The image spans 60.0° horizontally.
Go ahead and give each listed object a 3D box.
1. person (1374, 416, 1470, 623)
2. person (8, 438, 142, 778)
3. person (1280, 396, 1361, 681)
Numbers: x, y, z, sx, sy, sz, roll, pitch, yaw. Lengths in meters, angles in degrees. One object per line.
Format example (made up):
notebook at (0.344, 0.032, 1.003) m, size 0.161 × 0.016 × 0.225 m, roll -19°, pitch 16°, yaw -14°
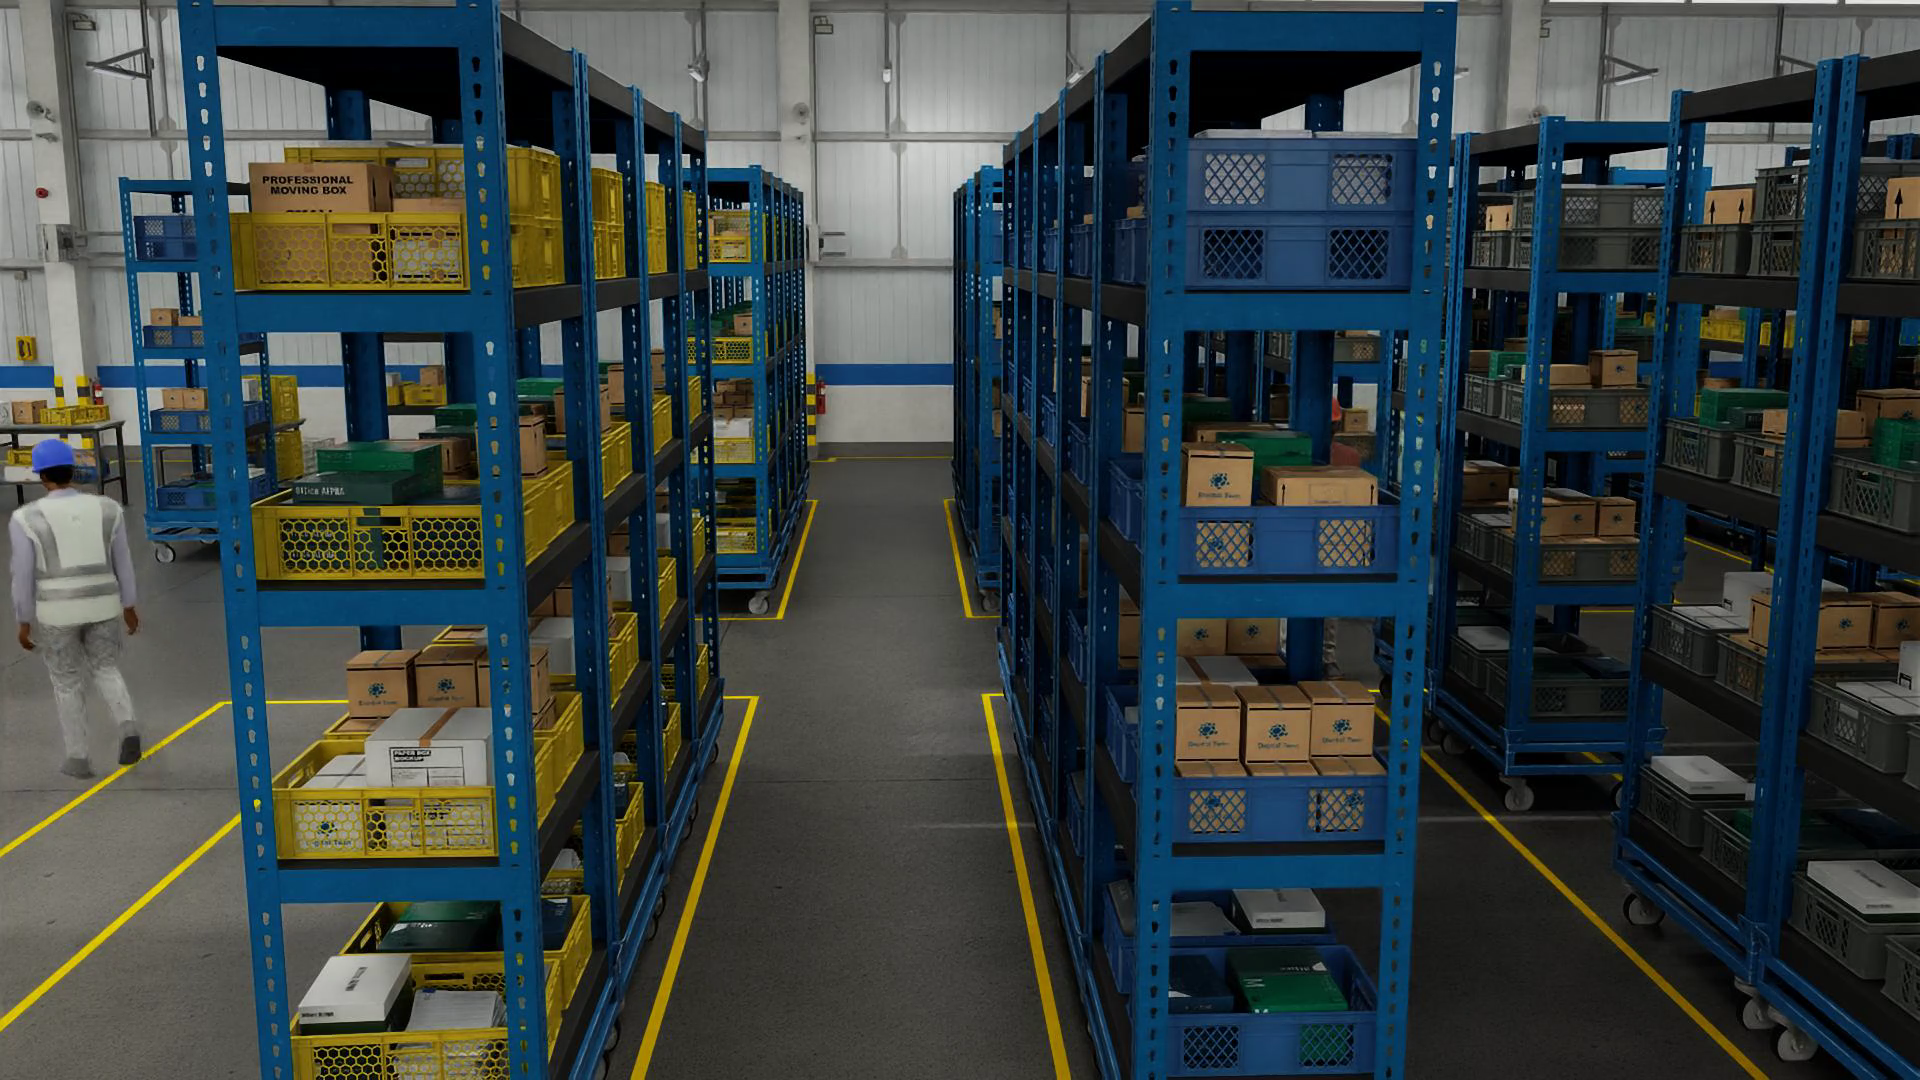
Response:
person at (3.724, -0.204, 13.054) m, size 0.932 × 1.778 × 0.602 m, roll 0°, pitch 10°, yaw -1°
person at (-4.920, 0.395, 9.290) m, size 0.615 × 1.923 × 0.614 m, roll 8°, pitch 13°, yaw 40°
person at (2.441, -0.009, 11.365) m, size 0.608 × 1.995 × 0.376 m, roll -2°, pitch 10°, yaw -10°
